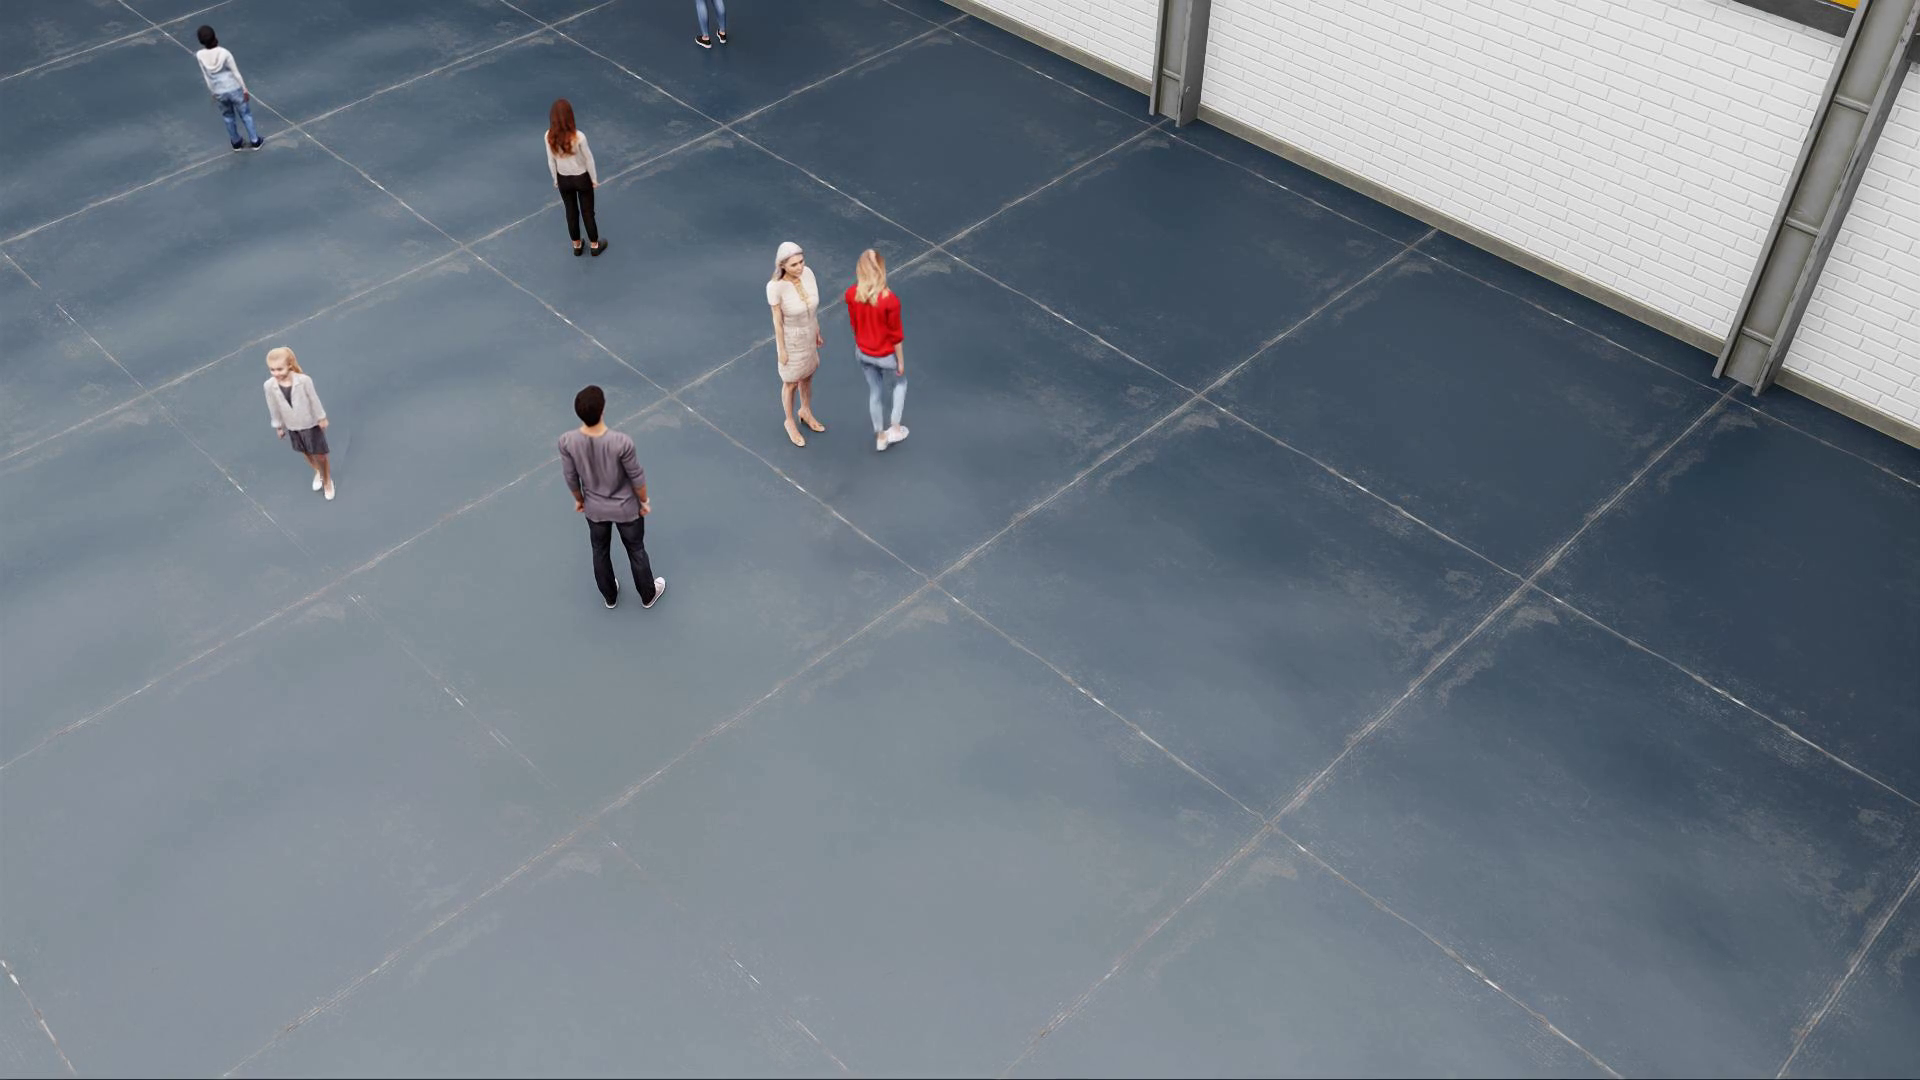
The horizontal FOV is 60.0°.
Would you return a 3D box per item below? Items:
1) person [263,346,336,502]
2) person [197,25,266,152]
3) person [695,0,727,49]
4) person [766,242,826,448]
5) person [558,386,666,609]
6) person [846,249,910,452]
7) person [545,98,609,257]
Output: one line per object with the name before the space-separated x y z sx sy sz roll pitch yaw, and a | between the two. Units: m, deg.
person | -4.809 -0.907 12.182 0.657 1.264 0.717 -3 44 -3
person | -6.934 -4.255 15.699 0.593 1.259 0.650 -2 44 -2
person | -2.648 -5.913 17.132 0.681 1.683 0.637 -23 48 -22
person | -1.224 -1.476 12.437 0.560 1.736 0.608 30 51 28
person | -2.329 -0.263 11.078 0.721 1.853 0.797 2 44 2
person | -0.654 -1.342 12.329 0.633 1.690 0.769 20 47 19
person | -3.326 -3.111 14.335 0.604 1.485 0.676 3 44 3
